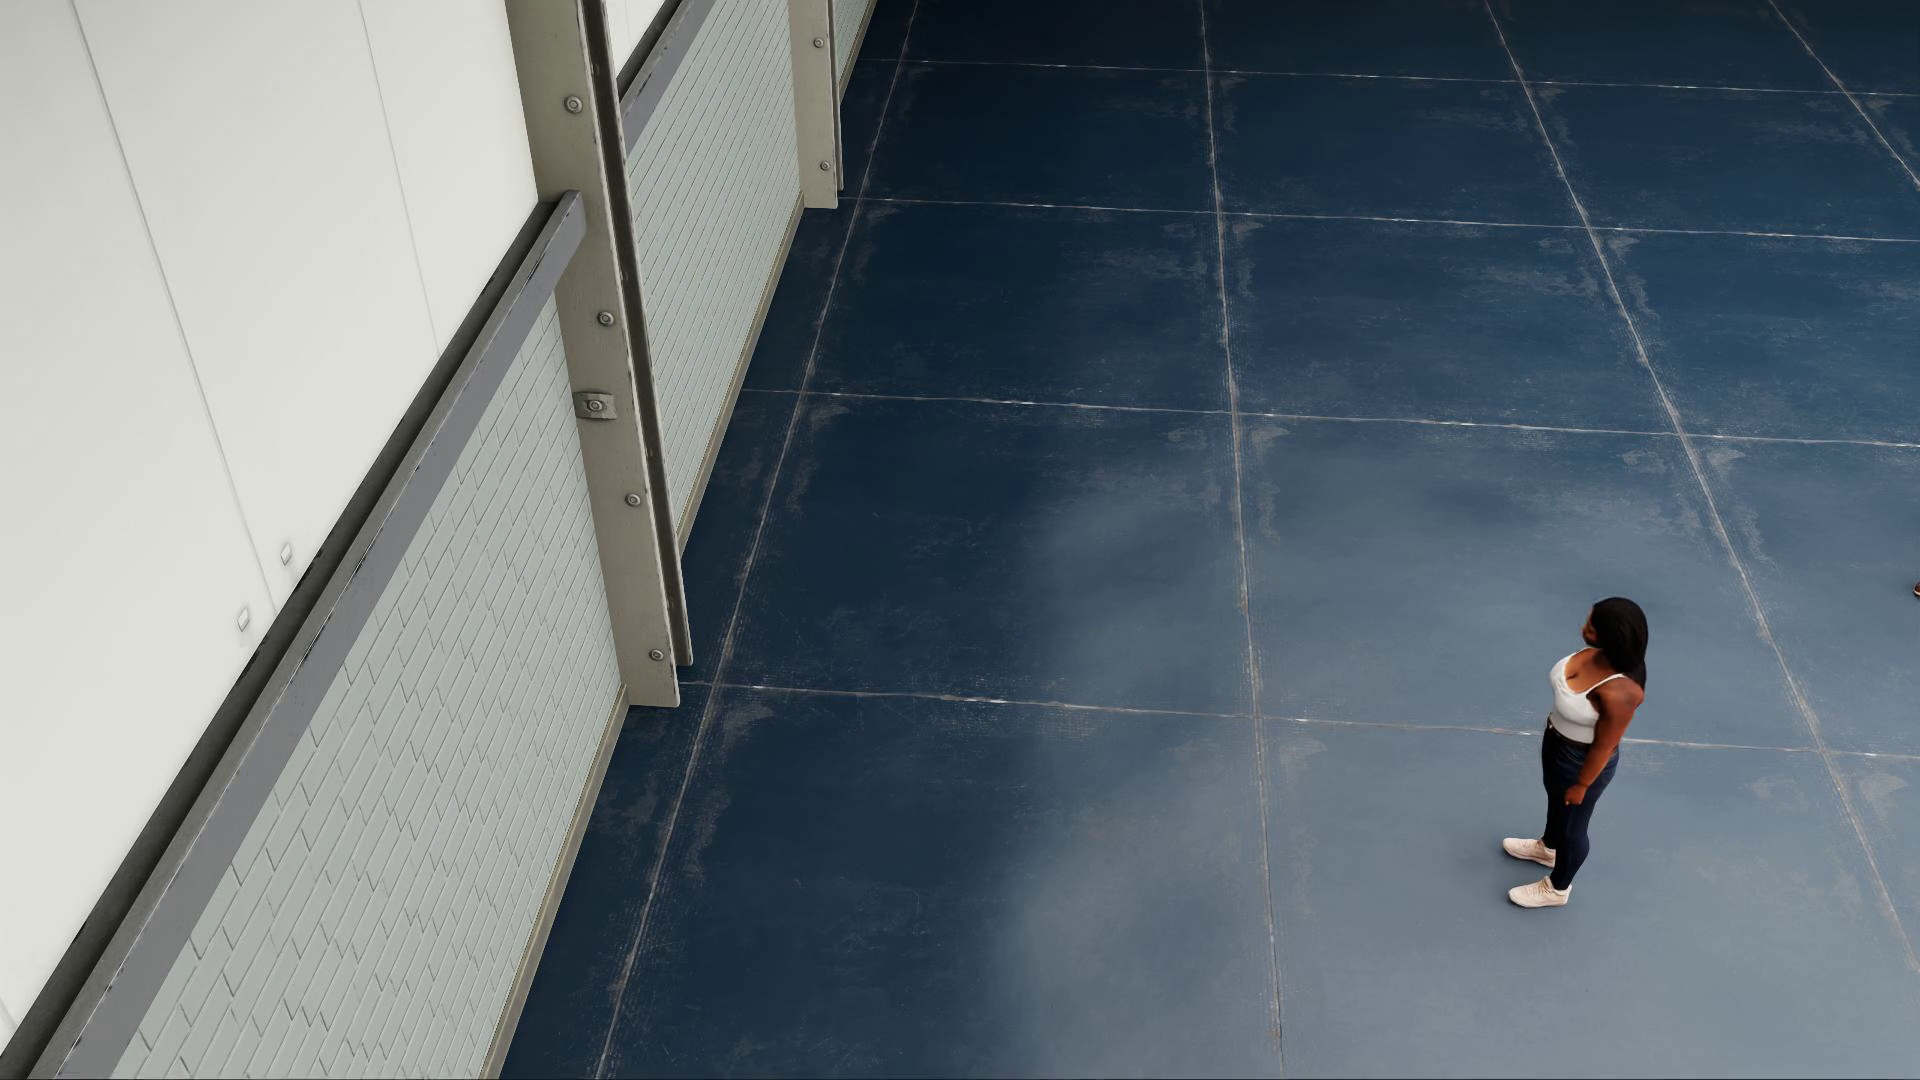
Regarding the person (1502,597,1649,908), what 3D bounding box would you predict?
[{"bbox_3d":[2.854,0.968,7.614,0.716,1.804,0.562,7,39,9],"label":"person"}]
